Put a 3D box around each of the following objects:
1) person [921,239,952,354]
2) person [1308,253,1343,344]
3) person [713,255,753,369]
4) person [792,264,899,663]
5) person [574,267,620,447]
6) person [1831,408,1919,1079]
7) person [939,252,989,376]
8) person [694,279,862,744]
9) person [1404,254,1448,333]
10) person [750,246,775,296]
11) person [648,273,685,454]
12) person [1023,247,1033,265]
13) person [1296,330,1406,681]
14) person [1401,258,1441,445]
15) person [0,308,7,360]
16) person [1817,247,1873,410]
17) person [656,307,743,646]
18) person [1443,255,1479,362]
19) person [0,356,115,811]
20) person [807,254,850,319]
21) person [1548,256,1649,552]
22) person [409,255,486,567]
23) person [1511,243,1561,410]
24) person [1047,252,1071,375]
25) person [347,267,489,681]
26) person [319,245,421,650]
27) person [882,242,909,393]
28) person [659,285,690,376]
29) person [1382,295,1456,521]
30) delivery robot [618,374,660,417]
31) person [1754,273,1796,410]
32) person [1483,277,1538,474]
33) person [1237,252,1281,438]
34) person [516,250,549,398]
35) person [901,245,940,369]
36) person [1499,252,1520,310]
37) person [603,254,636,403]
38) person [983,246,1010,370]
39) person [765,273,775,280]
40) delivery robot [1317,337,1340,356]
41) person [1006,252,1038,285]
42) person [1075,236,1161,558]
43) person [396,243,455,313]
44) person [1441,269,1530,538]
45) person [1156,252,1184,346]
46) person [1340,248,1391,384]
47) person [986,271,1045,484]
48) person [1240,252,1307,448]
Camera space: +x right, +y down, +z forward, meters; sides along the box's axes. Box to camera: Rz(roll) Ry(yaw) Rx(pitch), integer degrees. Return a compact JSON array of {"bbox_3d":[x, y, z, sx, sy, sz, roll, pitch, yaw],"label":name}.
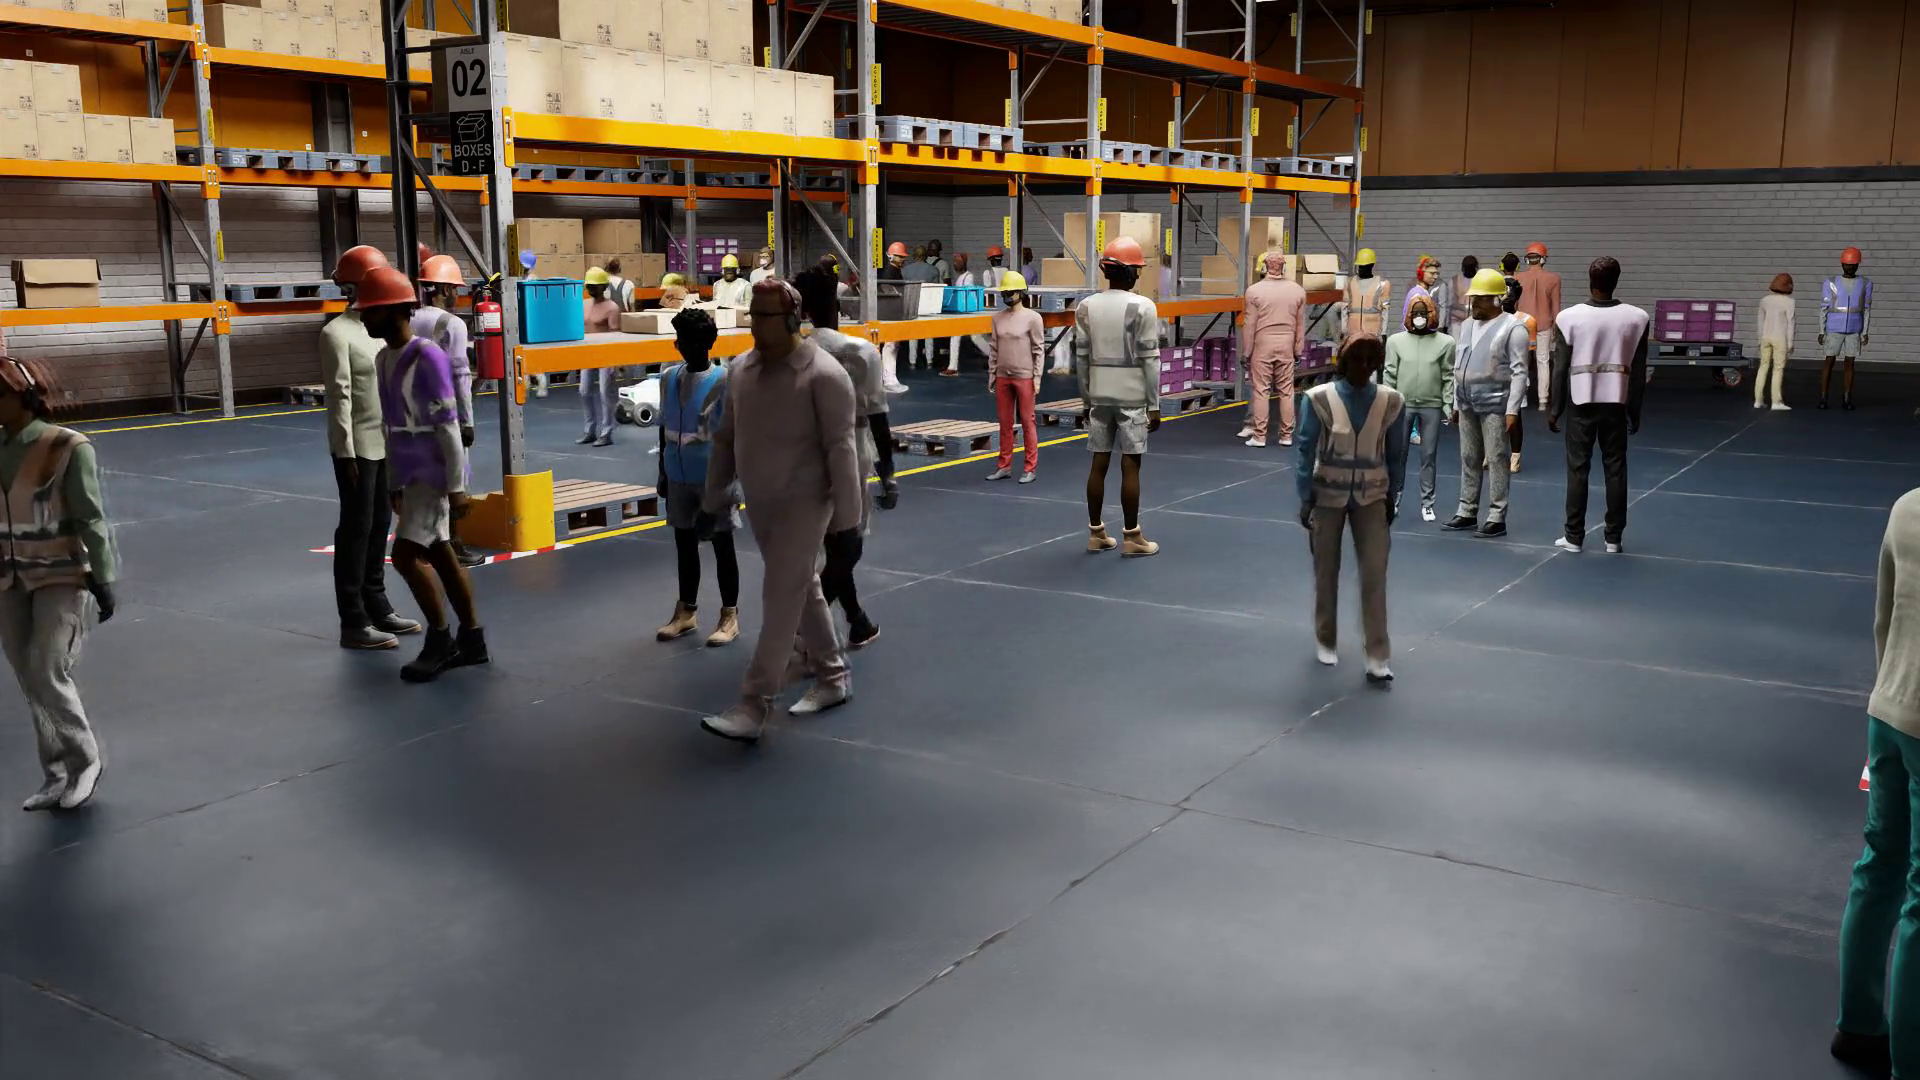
[{"bbox_3d":[-0.440,-4.334,29.643,0.683,2.000,0.537,4,11,21],"label":"person"},{"bbox_3d":[5.920,-3.646,26.466,0.934,1.820,0.501,7,12,34],"label":"person"},{"bbox_3d":[-2.968,-2.770,21.554,0.602,1.830,0.404,4,11,21],"label":"person"},{"bbox_3d":[-0.616,-0.358,7.974,0.660,1.922,0.874,5,11,27],"label":"person"},{"bbox_3d":[-3.567,-1.803,16.400,0.565,1.758,0.364,6,12,31],"label":"person"},{"bbox_3d":[2.301,0.453,3.874,0.305,1.772,0.527,0,10,2],"label":"person"},{"bbox_3d":[0.176,-3.370,24.858,0.959,1.849,0.589,-4,11,-22],"label":"person"},{"bbox_3d":[-0.780,-0.123,6.809,0.657,1.858,0.966,10,14,43],"label":"person"},{"bbox_3d":[6.242,-2.924,22.403,0.591,1.834,0.404,9,13,40],"label":"person"},{"bbox_3d":[-2.611,-3.055,22.841,0.634,1.938,0.355,4,11,22],"label":"person"},{"bbox_3d":[-2.646,-1.694,15.913,0.488,1.716,0.780,7,12,35],"label":"person"},{"bbox_3d":[1.221,-4.504,31.024,0.347,1.882,0.584,-3,11,-15],"label":"person"},{"bbox_3d":[1.809,-0.150,7.684,0.516,1.604,0.794,1,10,3],"label":"person"},{"bbox_3d":[4.544,-1.865,16.518,0.375,1.837,0.570,3,11,19],"label":"person"},{"bbox_3d":[-7.834,-1.303,13.221,0.409,1.907,0.650,4,11,21],"label":"person"},{"bbox_3d":[10.556,-2.513,19.848,0.552,1.933,0.372,3,11,18],"label":"person"},{"bbox_3d":[-1.302,-0.314,8.332,0.531,1.693,0.320,5,12,28],"label":"person"},{"bbox_3d":[6.856,-2.929,22.472,0.640,1.823,0.441,2,11,14],"label":"person"},{"bbox_3d":[-3.260,0.171,5.841,0.538,1.619,0.405,2,10,11],"label":"person"},{"bbox_3d":[-1.459,-2.255,18.612,0.533,1.864,0.310,2,10,10],"label":"person"},{"bbox_3d":[4.124,-0.867,10.774,0.590,1.920,0.398,1,10,8],"label":"person"},{"bbox_3d":[-3.191,-0.784,10.290,0.541,1.932,0.382,6,12,31],"label":"person"},{"bbox_3d":[6.836,-2.537,19.837,0.608,1.987,0.391,3,11,15],"label":"person"},{"bbox_3d":[1.515,-3.423,25.177,0.491,1.834,0.646,-7,12,-34],"label":"person"},{"bbox_3d":[-2.476,-0.298,7.683,0.594,1.898,0.558,-9,13,-40],"label":"person"},{"bbox_3d":[-2.945,-0.462,8.317,0.395,1.993,0.616,1,10,5],"label":"person"},{"bbox_3d":[-0.865,-2.966,22.201,0.392,1.991,0.612,2,10,10],"label":"person"},{"bbox_3d":[-2.478,-1.401,14.519,0.282,1.633,0.498,-2,10,-11],"label":"person"},{"bbox_3d":[3.300,-0.946,11.999,0.507,1.631,0.266,3,11,17],"label":"person"},{"bbox_3d":[-3.376,-1.585,18.269,0.707,0.478,0.477,-8,13,-39],"label":"delivery robot"},{"bbox_3d":[9.764,-2.373,19.908,0.269,1.631,0.506,-4,11,-23],"label":"person"},{"bbox_3d":[4.733,-1.425,14.474,0.315,1.698,0.540,-9,14,-42],"label":"person"},{"bbox_3d":[3.207,-2.016,17.200,0.593,1.899,0.824,7,13,35],"label":"person"},{"bbox_3d":[-5.582,-2.762,21.365,0.662,1.899,0.402,7,12,34],"label":"person"},{"bbox_3d":[-0.620,-3.658,26.185,0.632,1.939,0.368,-1,10,-3],"label":"person"},{"bbox_3d":[6.705,-2.585,20.417,0.532,1.873,0.315,5,11,25],"label":"person"},{"bbox_3d":[-4.275,-2.616,20.671,0.514,1.842,0.328,-4,11,-23],"label":"person"},{"bbox_3d":[0.572,-3.603,25.901,0.543,1.931,0.371,-6,12,-31],"label":"person"},{"bbox_3d":[-2.140,-2.308,19.533,0.522,1.638,0.311,5,11,26],"label":"person"},{"bbox_3d":[5.566,-2.814,25.079,0.707,0.478,0.477,0,10,2],"label":"delivery robot"},{"bbox_3d":[0.909,-3.692,26.459,0.651,1.907,0.409,-3,11,-15],"label":"person"},{"bbox_3d":[1.023,-0.904,10.634,0.608,2.044,0.370,8,13,37],"label":"person"},{"bbox_3d":[-4.506,-1.510,14.056,0.645,2.018,0.658,3,11,16],"label":"person"},{"bbox_3d":[3.583,-0.931,11.376,0.404,1.827,0.601,-5,11,-27],"label":"person"},{"bbox_3d":[2.973,-3.239,24.038,1.014,1.888,0.648,-9,14,-42],"label":"person"},{"bbox_3d":[4.882,-2.551,20.102,0.585,1.920,0.383,5,11,27],"label":"person"},{"bbox_3d":[0.453,-1.351,13.876,0.529,1.767,0.329,7,13,36],"label":"person"},{"bbox_3d":[3.046,-1.854,16.279,0.652,1.906,0.402,-2,11,-13],"label":"person"}]
